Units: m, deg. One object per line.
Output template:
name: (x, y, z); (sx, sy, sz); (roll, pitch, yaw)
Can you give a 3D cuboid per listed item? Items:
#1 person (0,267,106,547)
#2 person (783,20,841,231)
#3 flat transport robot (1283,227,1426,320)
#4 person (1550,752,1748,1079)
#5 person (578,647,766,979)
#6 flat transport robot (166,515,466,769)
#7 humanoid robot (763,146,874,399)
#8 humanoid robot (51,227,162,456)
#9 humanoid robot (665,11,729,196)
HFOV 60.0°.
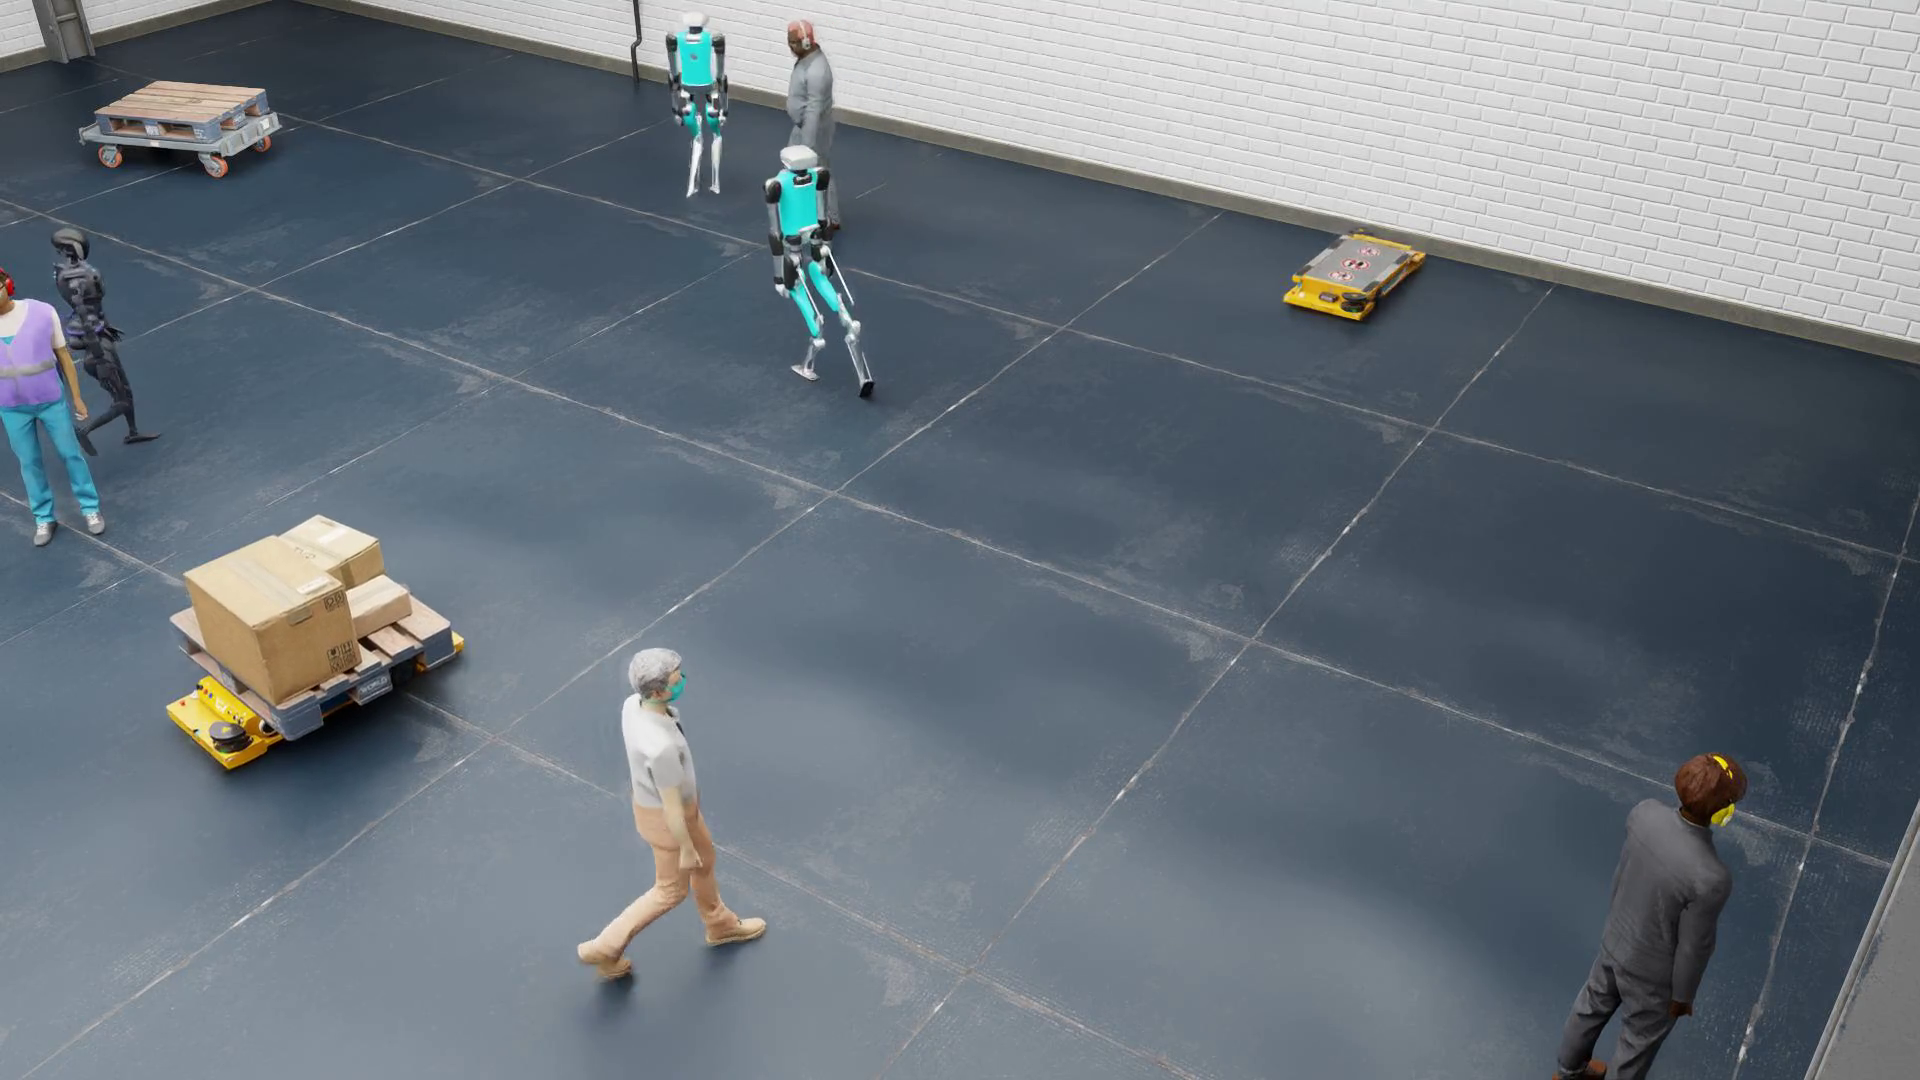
person: (-5.642, -0.843, 10.110); (0.568, 1.842, 0.373); (-13, 35, -19)
person: (-1.331, -3.501, 14.213); (0.646, 1.877, 0.662); (-8, 34, -12)
flat transport robot: (3.265, -2.196, 13.674); (0.659, 0.231, 1.431); (20, 38, 28)
person: (2.625, 1.570, 6.342); (0.353, 1.867, 0.490); (-10, 34, -15)
person: (-1.288, 1.179, 7.082); (0.784, 1.719, 0.478); (-11, 34, -16)
flat transport robot: (-3.524, 0.716, 9.141); (0.659, 0.231, 1.431); (26, 41, 34)
humanoid robot: (-0.923, -1.822, 11.763); (0.551, 1.803, 0.916); (-26, 41, -34)
humanoid robot: (-5.769, -1.311, 11.006); (0.514, 1.643, 0.626); (-9, 34, -13)
humanoid robot: (-2.308, -3.958, 15.060); (0.565, 1.770, 0.756); (1, 33, 2)
